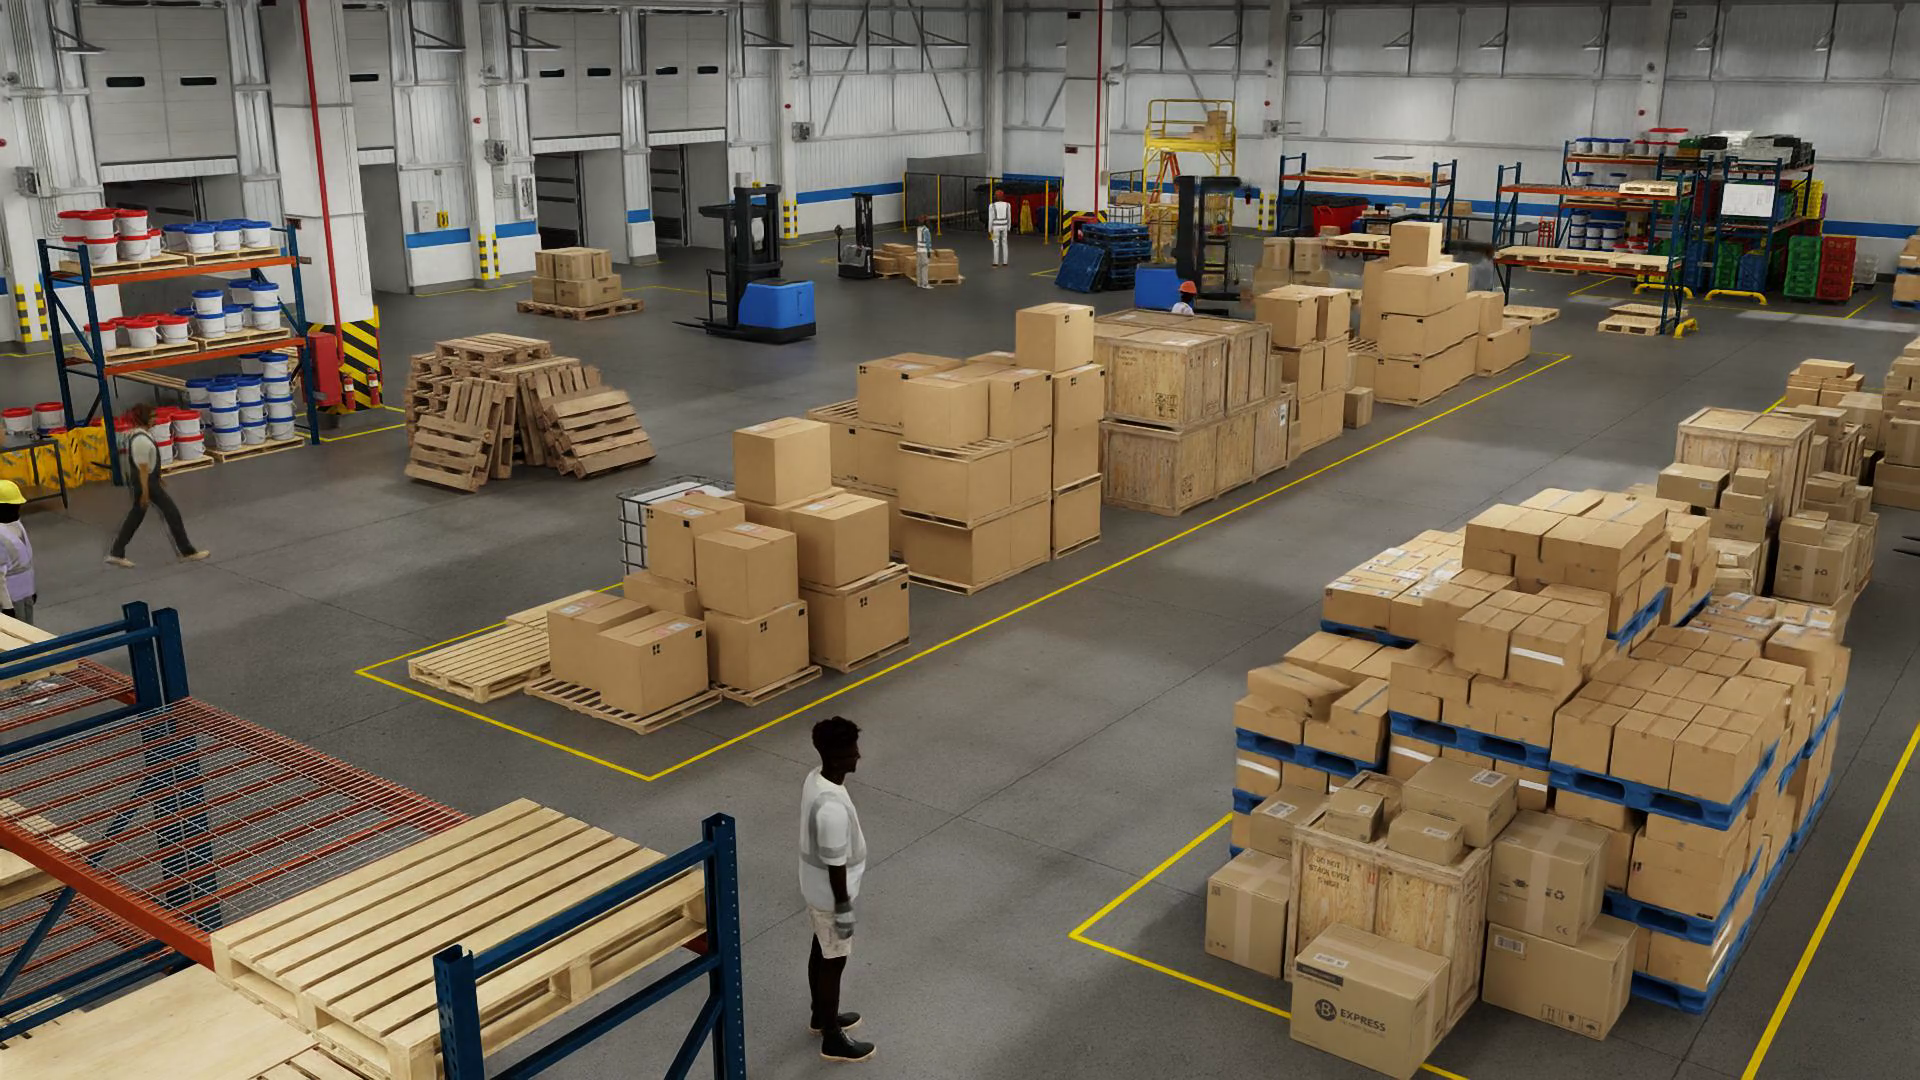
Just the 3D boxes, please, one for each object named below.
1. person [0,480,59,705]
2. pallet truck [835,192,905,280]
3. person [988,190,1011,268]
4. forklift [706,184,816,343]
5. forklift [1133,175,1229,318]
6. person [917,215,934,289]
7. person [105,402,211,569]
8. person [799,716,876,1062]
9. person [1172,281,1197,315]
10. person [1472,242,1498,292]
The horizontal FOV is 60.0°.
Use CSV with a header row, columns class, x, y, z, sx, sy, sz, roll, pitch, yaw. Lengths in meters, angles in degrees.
class,x,y,z,sx,sy,sz,roll,pitch,yaw
person,-7.920,0.429,13.980,0.372,1.923,0.595,-3,17,-11
pallet truck,-1.936,-7.159,38.982,1.885,1.965,0.823,-12,21,-34
person,0.964,-7.590,40.606,0.572,1.883,0.356,-6,18,-19
forklift,-3.717,-5.181,30.929,1.873,2.768,1.129,12,21,35
forklift,4.411,-5.747,32.803,1.873,2.768,1.129,2,17,8
person,-0.804,-6.443,37.220,0.307,1.640,0.520,-8,19,-26
person,-8.602,-0.573,17.537,0.999,1.797,0.506,-12,21,-35
person,-0.690,1.885,9.087,0.374,1.966,0.608,-4,17,-13
person,3.401,-2.951,25.160,0.364,1.933,0.543,-6,18,-20
person,9.472,-4.498,30.373,1.005,1.887,0.629,7,18,22
